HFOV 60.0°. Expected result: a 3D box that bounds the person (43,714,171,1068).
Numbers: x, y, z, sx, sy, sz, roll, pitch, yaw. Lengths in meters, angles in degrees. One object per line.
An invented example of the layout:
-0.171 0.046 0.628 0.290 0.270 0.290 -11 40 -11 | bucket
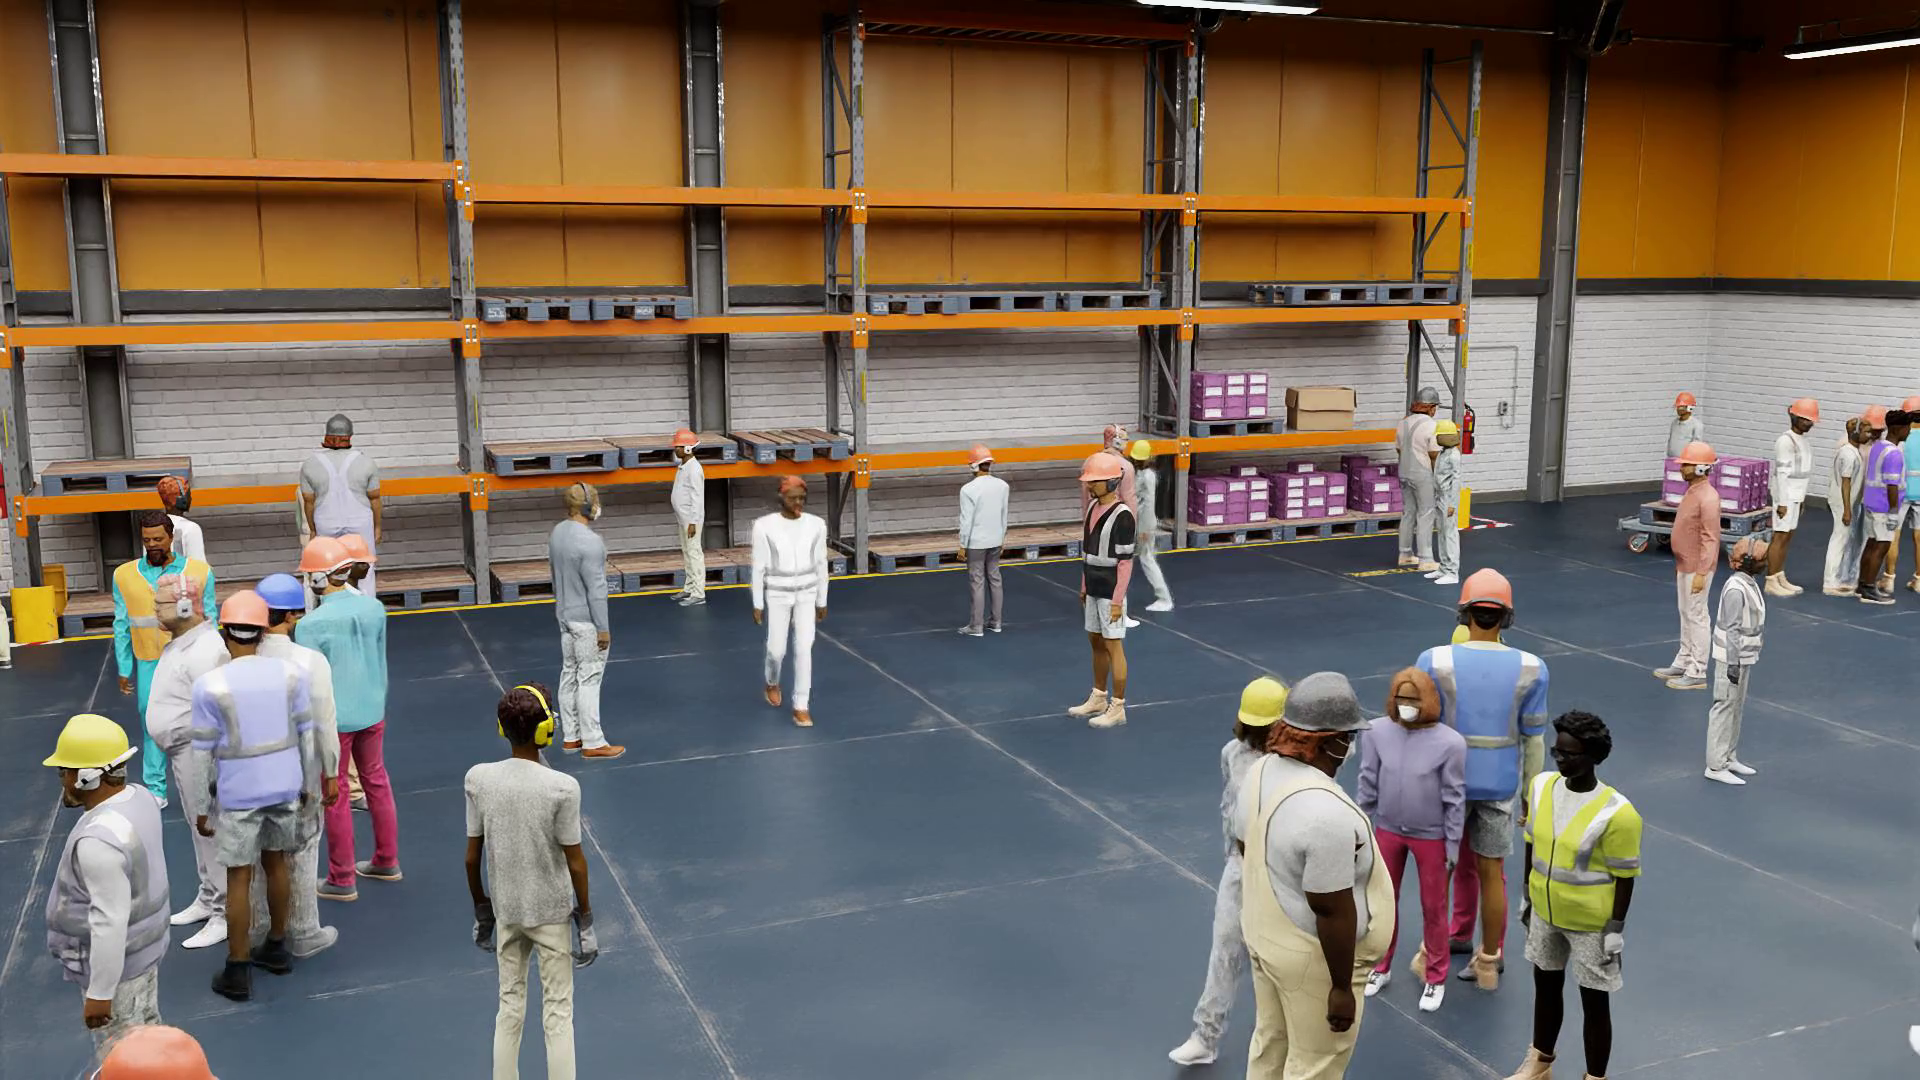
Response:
-3.143 1.535 6.165 0.404 1.831 0.600 -3 10 -14 | person

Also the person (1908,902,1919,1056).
4.063 1.471 6.588 0.544 1.813 0.981 -1 10 -3 | person

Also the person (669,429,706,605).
-2.717 -0.233 16.579 0.324 1.752 0.561 -4 11 -23 | person

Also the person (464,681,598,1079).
-1.654 1.469 6.469 0.531 1.860 0.316 3 10 15 | person

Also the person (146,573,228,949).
-3.892 1.103 8.441 0.403 1.911 0.637 -6 12 -33 | person

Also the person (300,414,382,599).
-5.642 -0.146 15.255 0.682 2.000 0.537 -2 10 -13 | person

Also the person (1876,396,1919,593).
9.755 -0.463 17.114 0.613 2.035 0.409 1 10 8 | person

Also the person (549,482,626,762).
-2.595 0.559 11.490 0.367 1.938 0.635 -8 13 -39 | person

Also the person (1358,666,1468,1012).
2.090 1.374 7.711 0.499 1.626 0.305 7 12 35 | person

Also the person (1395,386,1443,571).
5.147 -0.695 18.416 0.535 2.000 0.680 -4 11 -21 | person

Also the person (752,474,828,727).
-1.271 0.434 12.404 0.598 1.871 0.615 -4 11 -21 | person

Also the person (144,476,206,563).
-5.683 0.470 12.164 0.572 1.883 0.356 4 11 23 | person

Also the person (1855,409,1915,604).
9.253 -0.341 16.637 0.378 1.956 0.612 2 10 11 | person

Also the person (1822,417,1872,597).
9.059 -0.343 16.996 0.349 1.837 0.502 5 11 28 | person

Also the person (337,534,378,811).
-3.802 0.824 10.487 0.330 1.750 0.572 -3 10 -15 | person

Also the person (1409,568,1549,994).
2.429 1.140 7.882 0.617 2.030 0.409 1 10 7 | person

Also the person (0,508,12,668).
-8.159 0.253 13.781 0.337 1.749 0.574 0 10 1 | person

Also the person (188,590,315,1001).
-3.374 1.185 7.961 0.435 1.901 0.580 10 14 44 | person

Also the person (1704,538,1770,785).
5.146 0.795 11.020 0.312 1.634 0.514 7 12 35 | person

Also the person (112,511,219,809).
-4.934 0.763 10.367 0.596 1.918 0.385 -3 10 -16 | person

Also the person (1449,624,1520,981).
2.470 1.243 8.049 0.330 1.765 0.533 -3 10 -16 | person

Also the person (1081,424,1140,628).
1.432 -0.133 15.573 0.401 1.904 0.646 -8 13 -39 | person

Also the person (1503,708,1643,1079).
2.475 1.508 6.711 0.322 1.696 0.536 -6 11 -29 | person

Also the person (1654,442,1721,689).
5.885 0.202 13.376 0.382 1.996 0.608 2 10 9 | person

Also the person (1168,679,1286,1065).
1.264 1.433 7.118 0.491 1.701 0.833 8 12 37 | person

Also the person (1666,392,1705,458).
9.035 -0.973 20.841 0.327 1.753 0.561 -3 10 -15 | person

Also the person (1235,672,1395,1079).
1.294 1.460 6.001 0.538 2.000 0.684 -3 10 -15 | person

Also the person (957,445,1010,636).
0.195 -0.001 15.252 0.569 1.749 0.332 -9 13 -42 | person

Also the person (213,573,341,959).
-3.355 1.127 8.247 0.613 1.934 0.416 1 10 7 | person

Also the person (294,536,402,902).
-3.364 0.961 9.049 0.405 1.986 0.621 5 11 27 | person

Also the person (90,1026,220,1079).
-1.823 1.967 3.936 0.483 1.733 0.595 1 10 8 | person

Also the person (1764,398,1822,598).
8.485 -0.432 16.935 0.410 2.030 0.609 9 13 41 | person

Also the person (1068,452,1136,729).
1.051 0.367 12.295 0.376 2.042 0.608 -4 11 -23 | person

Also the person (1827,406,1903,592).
9.249 -0.405 17.016 0.630 1.940 0.947 4 11 23 | person

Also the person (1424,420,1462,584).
5.134 -0.407 17.623 0.325 1.740 0.492 0 10 -2 | person
